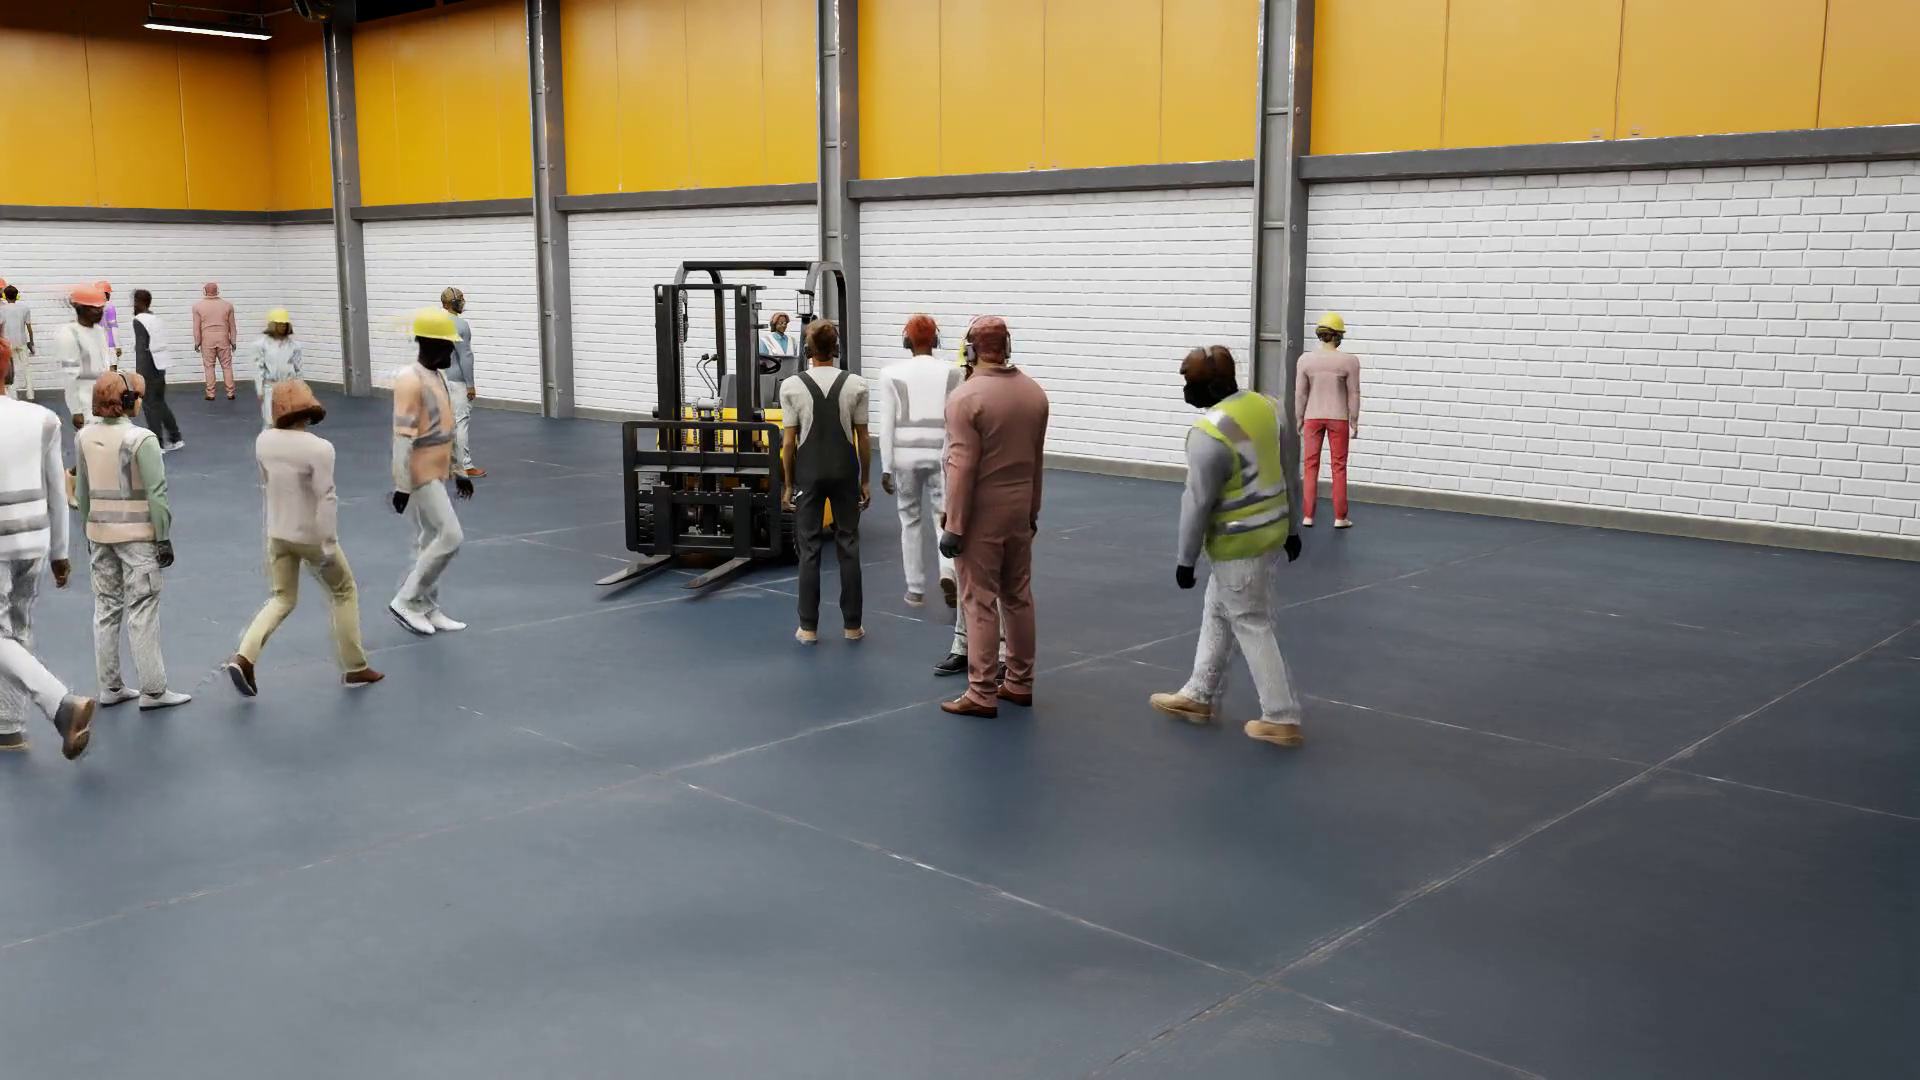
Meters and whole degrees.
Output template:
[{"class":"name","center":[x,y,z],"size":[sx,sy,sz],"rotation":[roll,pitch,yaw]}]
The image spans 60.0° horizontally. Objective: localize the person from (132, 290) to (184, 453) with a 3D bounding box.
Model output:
[{"class":"person","center":[-9.267,-1.925,19.132],"size":[0.410,1.884,0.677],"rotation":[-1,9,-7]}]

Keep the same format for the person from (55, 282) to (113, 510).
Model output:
[{"class":"person","center":[-7.388,-1.159,13.999],"size":[0.647,2.018,0.600],"rotation":[1,9,5]}]

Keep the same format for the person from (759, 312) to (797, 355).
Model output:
[{"class":"person","center":[-2.020,-1.722,18.593],"size":[0.514,1.642,0.310],"rotation":[-8,12,-40]}]

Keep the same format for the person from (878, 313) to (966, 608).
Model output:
[{"class":"person","center":[-0.198,-0.471,10.293],"size":[0.589,1.860,0.667],"rotation":[-2,9,-10]}]

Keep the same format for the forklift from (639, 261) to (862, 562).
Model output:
[{"class":"forklift","center":[-1.552,-1.040,12.721],"size":[1.214,2.155,2.313],"rotation":[2,9,11]}]

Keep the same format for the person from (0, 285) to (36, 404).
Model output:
[{"class":"person","center":[-14.690,-3.019,25.863],"size":[0.532,1.863,0.310],"rotation":[-7,12,-38]}]

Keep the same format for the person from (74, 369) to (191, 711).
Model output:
[{"class":"person","center":[-4.014,0.004,8.013],"size":[0.521,1.639,0.311],"rotation":[3,10,20]}]

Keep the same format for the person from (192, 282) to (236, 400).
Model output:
[{"class":"person","center":[-12.060,-3.211,26.917],"size":[0.652,1.904,0.402],"rotation":[-6,11,-33]}]

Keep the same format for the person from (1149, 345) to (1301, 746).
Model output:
[{"class":"person","center":[1.172,0.020,7.475],"size":[0.826,1.788,0.698],"rotation":[6,11,32]}]

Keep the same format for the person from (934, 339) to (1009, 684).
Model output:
[{"class":"person","center":[0.120,-0.173,8.543],"size":[0.588,1.822,0.403],"rotation":[8,12,39]}]

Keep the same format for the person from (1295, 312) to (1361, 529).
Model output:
[{"class":"person","center":[3.005,-0.972,13.616],"size":[0.527,1.765,0.328],"rotation":[4,10,22]}]

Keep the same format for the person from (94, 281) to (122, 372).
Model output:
[{"class":"person","center":[-13.158,-3.020,25.644],"size":[0.544,1.939,0.354],"rotation":[3,10,19]}]

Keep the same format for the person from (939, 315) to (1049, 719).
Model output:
[{"class":"person","center":[0.131,-0.113,7.922],"size":[0.403,1.904,0.651],"rotation":[8,12,41]}]

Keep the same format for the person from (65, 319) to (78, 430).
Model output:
[{"class":"person","center":[-8.699,-1.382,16.566],"size":[0.279,1.629,0.505],"rotation":[1,9,8]}]

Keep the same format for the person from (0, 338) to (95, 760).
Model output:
[{"class":"person","center":[-4.030,0.050,7.099],"size":[0.820,1.853,0.589],"rotation":[4,10,23]}]

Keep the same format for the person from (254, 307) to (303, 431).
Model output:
[{"class":"person","center":[-7.135,-1.576,17.433],"size":[0.492,1.724,0.615],"rotation":[-6,11,-34]}]

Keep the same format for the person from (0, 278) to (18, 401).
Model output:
[{"class":"person","center":[-14.963,-3.093,25.924],"size":[0.623,1.990,0.391],"rotation":[5,11,30]}]

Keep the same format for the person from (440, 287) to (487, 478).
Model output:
[{"class":"person","center":[-5.123,-1.590,16.875],"size":[0.628,1.940,0.373],"rotation":[7,12,38]}]

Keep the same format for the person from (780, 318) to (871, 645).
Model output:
[{"class":"person","center":[-0.755,-0.323,9.391],"size":[0.508,1.846,0.345],"rotation":[-1,9,-8]}]

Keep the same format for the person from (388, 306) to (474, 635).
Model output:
[{"class":"person","center":[-3.039,-0.385,9.593],"size":[0.430,1.906,0.600],"rotation":[-1,9,-4]}]

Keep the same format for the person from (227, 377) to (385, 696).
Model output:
[{"class":"person","center":[-3.282,-0.007,8.228],"size":[0.497,1.605,0.732],"rotation":[3,10,20]}]
